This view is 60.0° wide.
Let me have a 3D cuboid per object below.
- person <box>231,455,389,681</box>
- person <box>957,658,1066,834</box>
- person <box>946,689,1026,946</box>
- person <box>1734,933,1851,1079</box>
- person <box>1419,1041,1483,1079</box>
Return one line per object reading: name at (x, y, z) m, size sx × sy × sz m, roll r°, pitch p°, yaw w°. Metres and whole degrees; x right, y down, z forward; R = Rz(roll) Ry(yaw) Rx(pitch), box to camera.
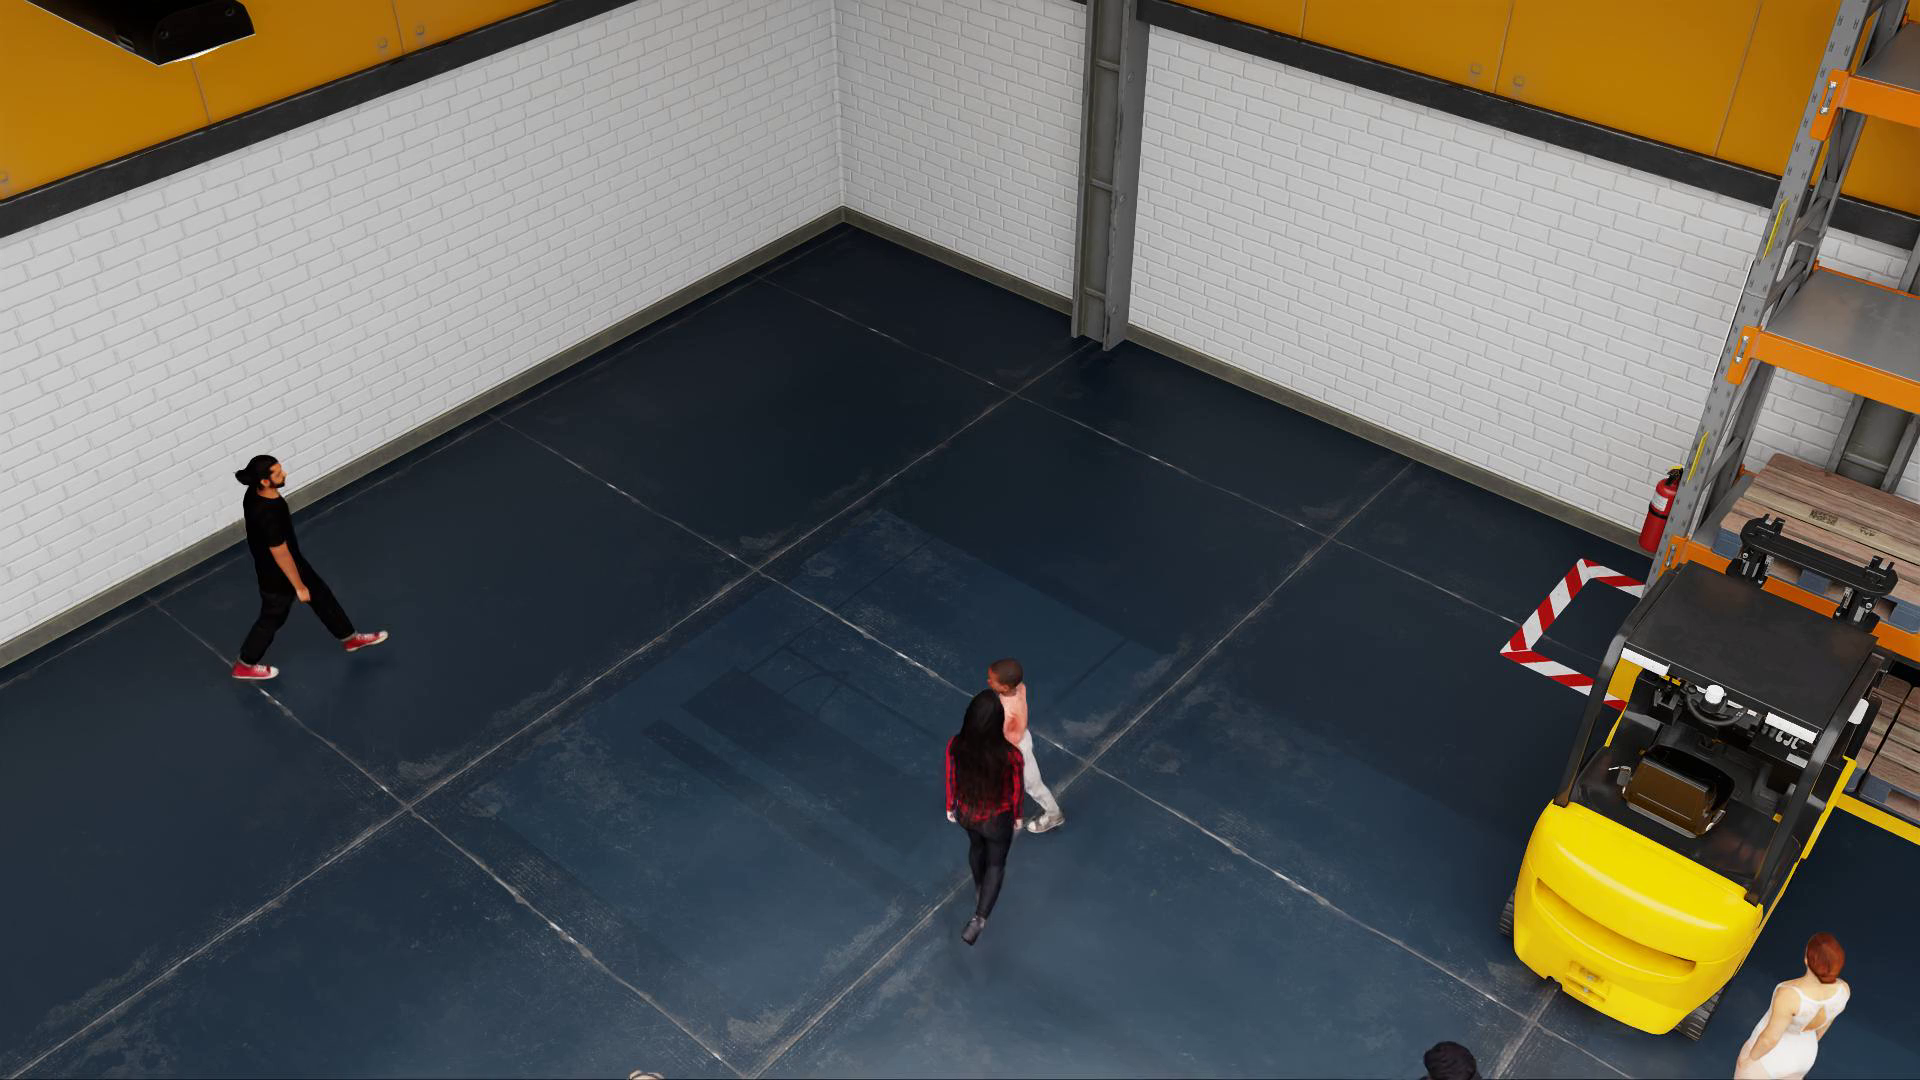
person at (-4.451, 0.236, 10.659) m, size 1.120 × 1.708 × 1.258 m, roll -14°, pitch 41°, yaw -17°
person at (0.384, 1.225, 9.761) m, size 0.979 × 1.281 × 0.789 m, roll 6°, pitch 39°, yaw 7°
person at (0.123, 1.560, 9.059) m, size 0.907 × 1.636 × 0.838 m, roll 9°, pitch 40°, yaw 11°
person at (3.923, 2.452, 7.936) m, size 0.614 × 1.642 × 0.638 m, roll -11°, pitch 40°, yaw -13°
person at (1.979, 2.737, 7.394) m, size 0.822 × 1.873 × 0.771 m, roll -17°, pitch 42°, yaw -21°
